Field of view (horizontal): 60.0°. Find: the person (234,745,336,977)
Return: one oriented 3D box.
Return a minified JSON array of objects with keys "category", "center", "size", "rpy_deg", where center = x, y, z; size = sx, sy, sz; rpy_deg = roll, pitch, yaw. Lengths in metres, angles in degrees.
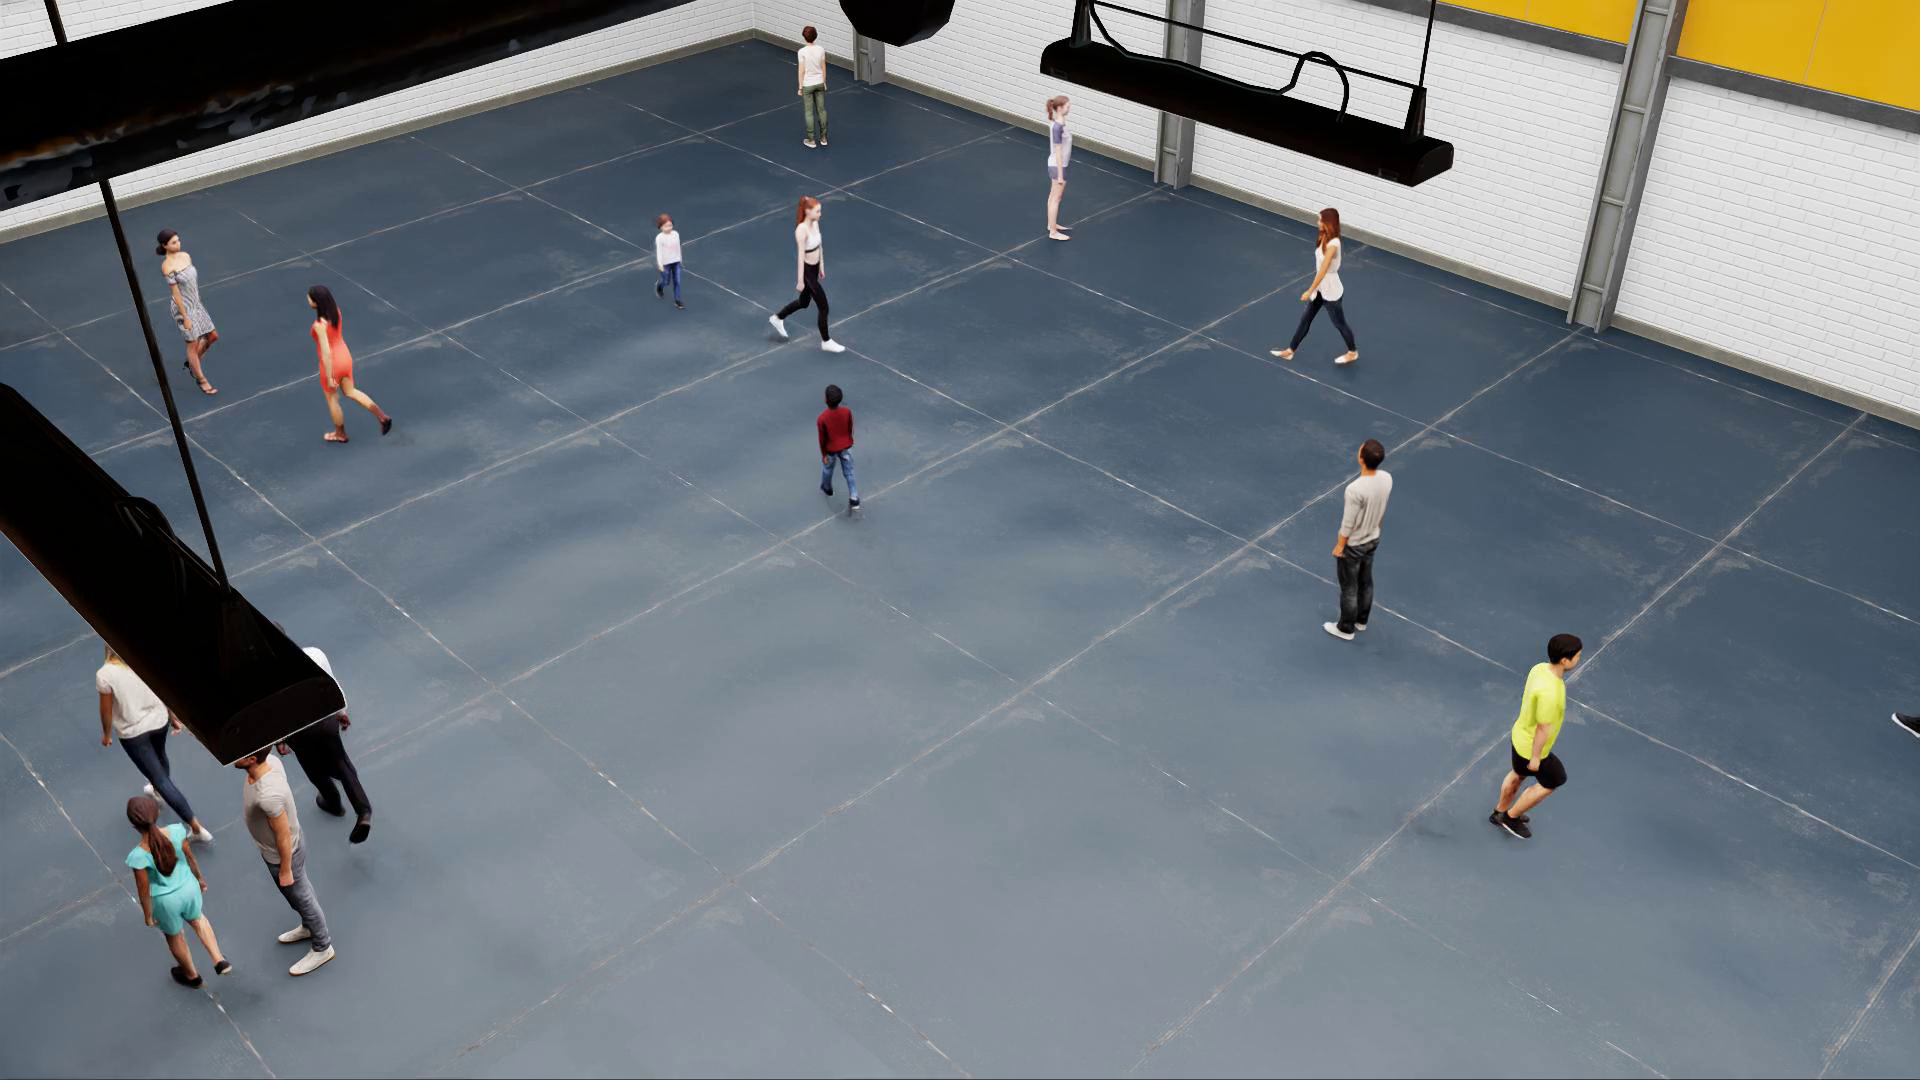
[{"category":"person","center":[-4.266,1.919,10.464],"size":[0.768,1.898,0.589],"rpy_deg":[-18,38,-25]}]

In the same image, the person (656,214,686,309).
[{"category":"person","center":[-3.315,-3.188,18.868],"size":[0.511,1.101,0.712],"rpy_deg":[-21,39,-28]}]

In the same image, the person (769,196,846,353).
[{"category":"person","center":[-1.695,-2.843,17.797],"size":[1.225,1.711,0.936],"rpy_deg":[11,35,17]}]

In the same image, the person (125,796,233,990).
[{"category":"person","center":[-4.838,2.214,10.335],"size":[0.784,1.550,0.644],"rpy_deg":[18,38,25]}]

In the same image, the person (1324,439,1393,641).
[{"category":"person","center":[3.238,-0.005,13.437],"size":[0.685,1.812,0.577],"rpy_deg":[-22,40,-30]}]

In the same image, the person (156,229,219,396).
[{"category":"person","center":[-7.923,-2.311,16.903],"size":[0.825,1.814,0.758],"rpy_deg":[7,34,10]}]

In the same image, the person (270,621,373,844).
[{"category":"person","center":[-4.398,1.355,11.404],"size":[0.718,1.797,1.107],"rpy_deg":[-24,41,-32]}]

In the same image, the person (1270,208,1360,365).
[{"category":"person","center":[3.953,-2.591,17.403],"size":[1.107,1.728,1.148],"rpy_deg":[-4,34,-6]}]

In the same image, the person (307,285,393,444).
[{"category":"person","center":[-5.946,-1.675,16.047],"size":[1.063,1.704,0.929],"rpy_deg":[5,34,8]}]

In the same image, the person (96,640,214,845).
[{"category":"person","center":[-5.548,1.352,11.430],"size":[1.193,1.773,0.779],"rpy_deg":[20,39,28]}]

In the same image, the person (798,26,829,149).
[{"category":"person","center":[-2.040,-6.282,23.023],"size":[0.644,1.654,0.624],"rpy_deg":[-16,37,-23]}]

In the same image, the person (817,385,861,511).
[{"category":"person","center":[-1.091,-0.838,15.195],"size":[0.711,1.252,0.923],"rpy_deg":[-12,36,-18]}]

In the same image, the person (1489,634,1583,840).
[{"category":"person","center":[3.891,1.363,11.486],"size":[0.819,1.693,0.775],"rpy_deg":[4,34,7]}]

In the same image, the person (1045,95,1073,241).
[{"category":"person","center":[1.199,-4.580,20.360],"size":[0.738,1.766,0.679],"rpy_deg":[0,34,0]}]
